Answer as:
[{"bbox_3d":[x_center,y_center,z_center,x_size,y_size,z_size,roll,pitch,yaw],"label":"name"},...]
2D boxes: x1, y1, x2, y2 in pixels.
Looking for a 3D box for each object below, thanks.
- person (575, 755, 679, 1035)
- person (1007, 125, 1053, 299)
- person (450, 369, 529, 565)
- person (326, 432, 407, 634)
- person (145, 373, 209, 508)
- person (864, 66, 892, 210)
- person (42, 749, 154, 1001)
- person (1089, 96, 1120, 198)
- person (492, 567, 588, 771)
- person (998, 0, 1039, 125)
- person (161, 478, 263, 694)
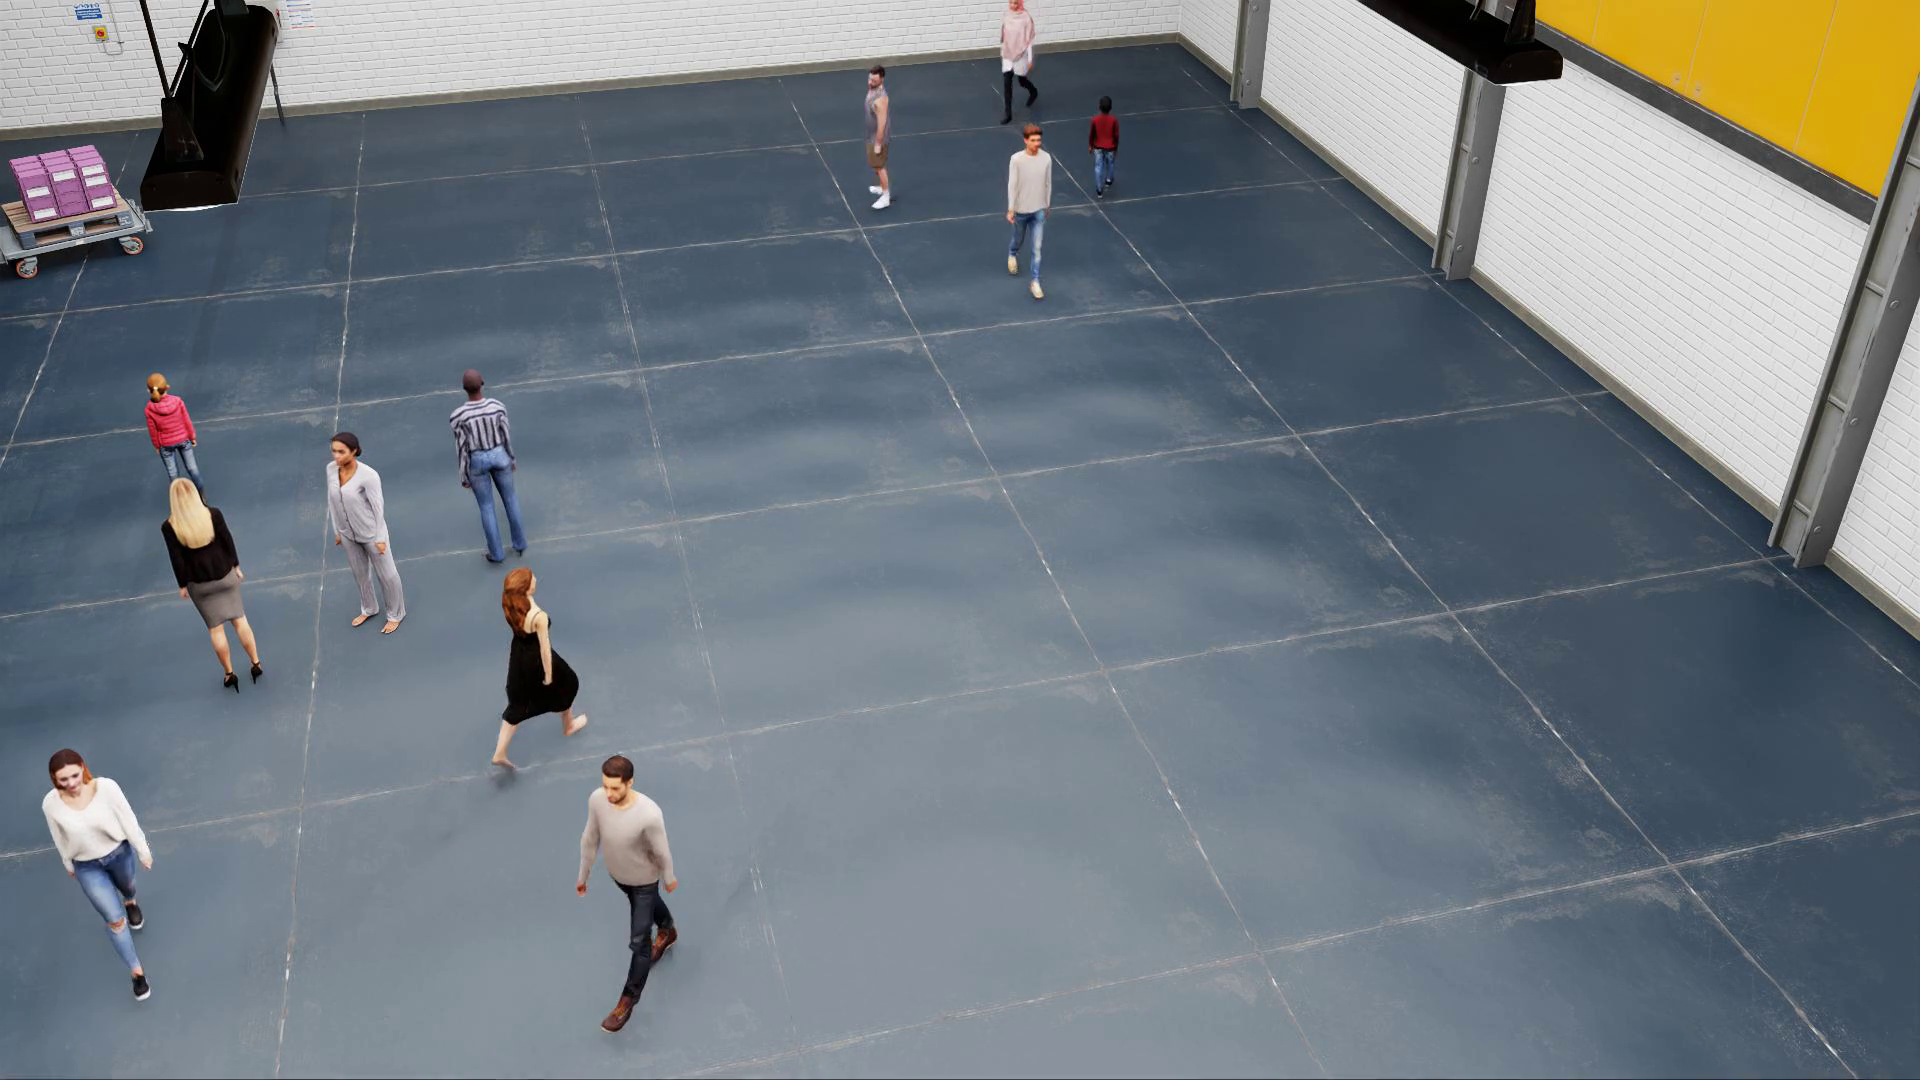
[{"bbox_3d":[-1.903,1.942,9.953,1.149,1.811,1.254,15,37,22],"label":"person"},{"bbox_3d":[0.735,-3.686,18.358,0.745,1.879,1.187,-5,34,-7],"label":"person"},{"bbox_3d":[-3.904,-0.601,13.792,0.697,1.794,0.661,-20,39,-28],"label":"person"},{"bbox_3d":[-4.691,-0.084,13.069,0.712,1.735,0.724,10,35,14],"label":"person"},{"bbox_3d":[-6.901,-0.853,14.606,0.562,1.314,0.575,-20,39,-28],"label":"person"},{"bbox_3d":[-0.991,-4.916,20.234,0.899,1.807,0.478,-1,34,-1],"label":"person"},{"bbox_3d":[-5.225,1.908,10.149,0.834,1.649,1.203,-18,37,-24],"label":"person"},{"bbox_3d":[1.799,-4.881,20.738,0.691,1.234,0.852,4,34,6],"label":"person"},{"bbox_3d":[-3.069,0.916,11.701,1.016,1.584,1.088,17,37,24],"label":"person"},{"bbox_3d":[0.821,-6.679,22.963,1.119,1.765,1.189,18,38,25],"label":"person"},{"bbox_3d":[-5.544,0.333,12.344,0.678,1.843,0.665,-22,39,-29],"label":"person"}]
